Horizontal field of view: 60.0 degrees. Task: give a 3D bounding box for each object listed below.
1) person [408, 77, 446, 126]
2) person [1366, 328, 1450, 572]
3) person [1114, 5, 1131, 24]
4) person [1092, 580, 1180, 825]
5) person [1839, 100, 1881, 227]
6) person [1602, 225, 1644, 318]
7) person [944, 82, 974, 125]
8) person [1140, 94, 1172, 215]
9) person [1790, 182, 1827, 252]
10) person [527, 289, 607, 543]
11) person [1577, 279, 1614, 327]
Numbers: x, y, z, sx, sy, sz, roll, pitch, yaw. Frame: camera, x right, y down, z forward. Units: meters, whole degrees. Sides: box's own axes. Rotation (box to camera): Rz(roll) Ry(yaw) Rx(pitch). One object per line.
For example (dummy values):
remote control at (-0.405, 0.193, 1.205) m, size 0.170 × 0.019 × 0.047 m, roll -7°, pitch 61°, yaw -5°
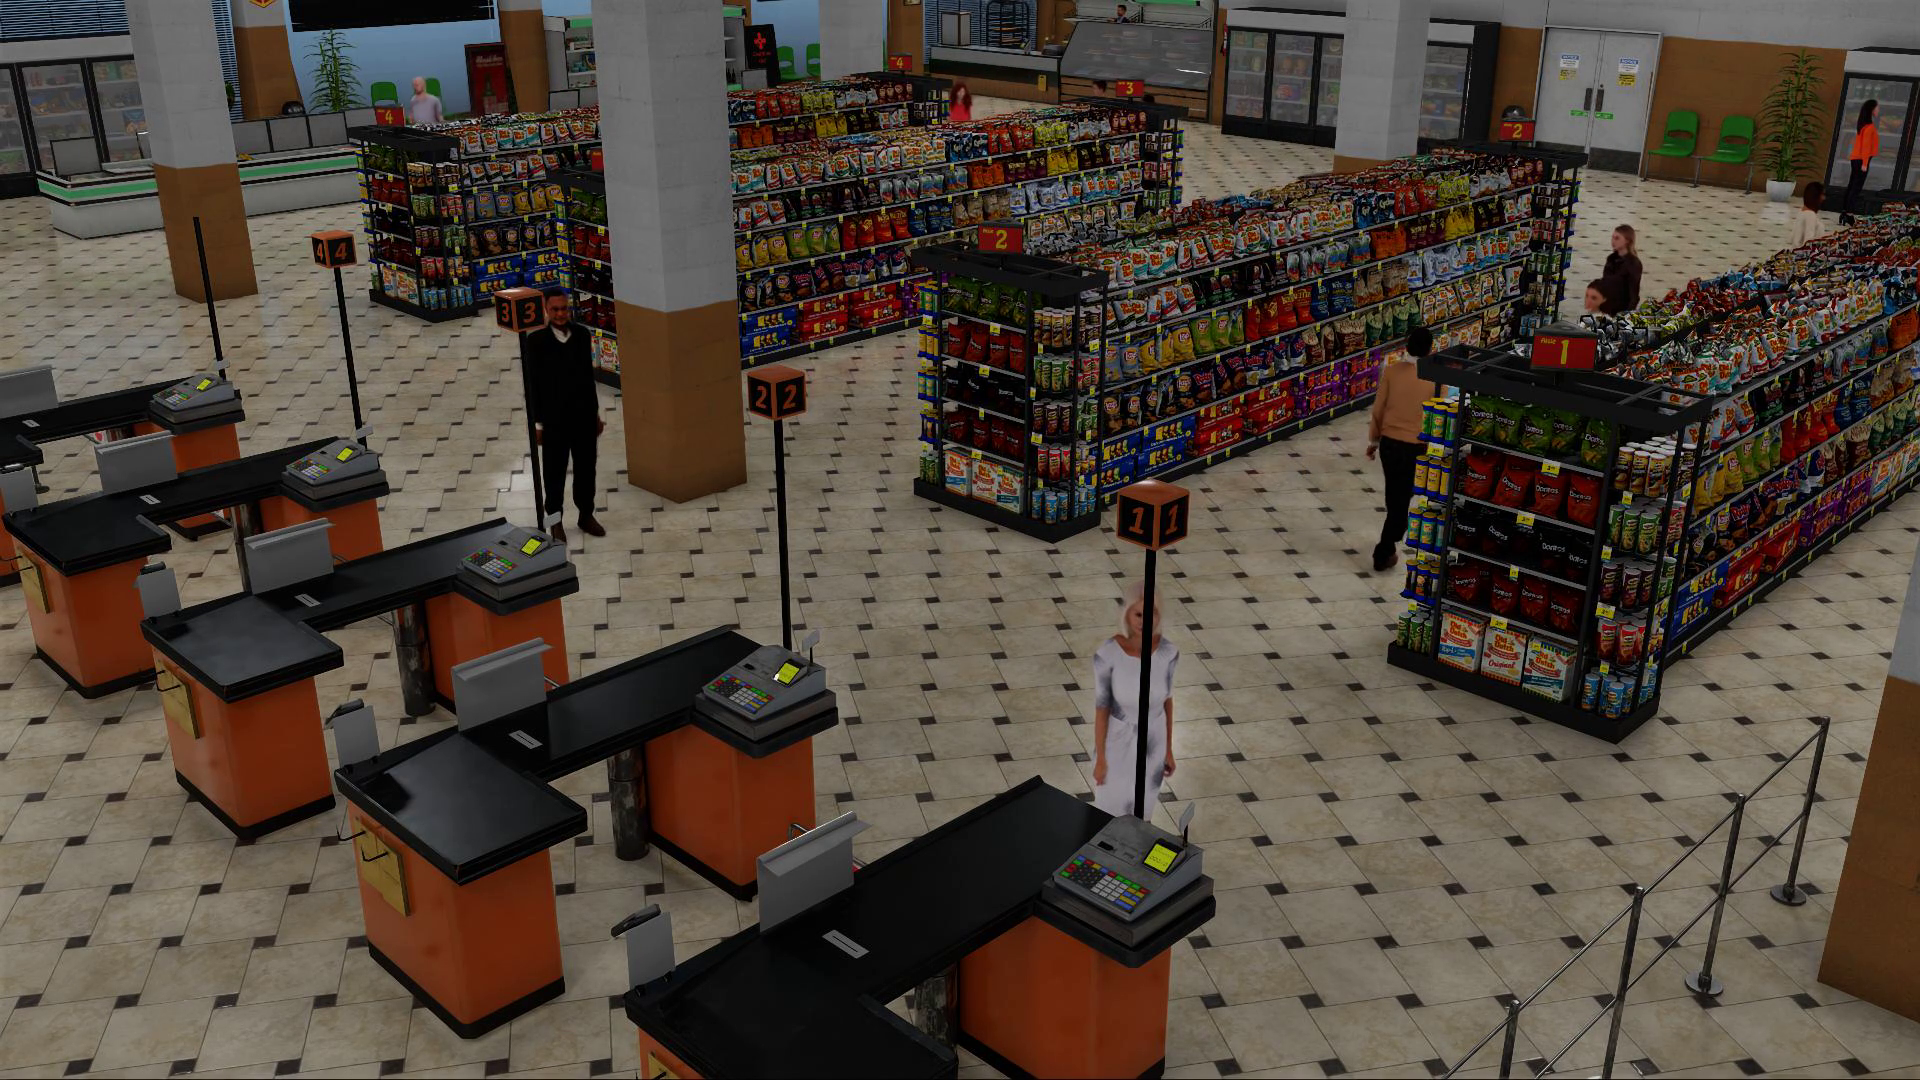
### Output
person at (-8.100, -6.160, 25.504) m, size 0.992 × 1.799 × 1.113 m, roll 4°, pitch 22°, yaw 10°
person at (3.118, -0.606, 11.792) m, size 0.720 × 1.717 × 1.094 m, roll 16°, pitch 27°, yaw 35°
person at (3.719, -11.421, 38.506) m, size 0.564 × 1.867 × 0.622 m, roll -20°, pitch 29°, yaw -40°
person at (0.794, 0.983, 7.795) m, size 0.587 × 1.749 × 0.704 m, roll -7°, pitch 23°, yaw -17°
person at (12.738, -5.338, 23.524) m, size 0.766 × 1.749 × 0.648 m, roll 6°, pitch 23°, yaw 16°
person at (6.111, -2.084, 15.490) m, size 0.651 × 1.703 × 0.675 m, roll -7°, pitch 23°, yaw -18°
person at (-0.036, -5.979, 25.059) m, size 0.963 × 1.795 × 0.970 m, roll -2°, pitch 22°, yaw -6°
person at (2.945, -5.522, 24.020) m, size 0.928 × 1.722 × 0.943 m, roll 10°, pitch 24°, yaw 24°
person at (8.953, -2.977, 17.742) m, size 0.760 × 1.680 × 0.644 m, roll 6°, pitch 23°, yaw 14°
person at (-2.918, -0.928, 12.344) m, size 0.618 × 1.904 × 0.816 m, roll -13°, pitch 26°, yaw -30°
person at (5.268, -1.347, 13.722) m, size 0.912 × 1.653 × 0.816 m, roll -3°, pitch 22°, yaw -8°
